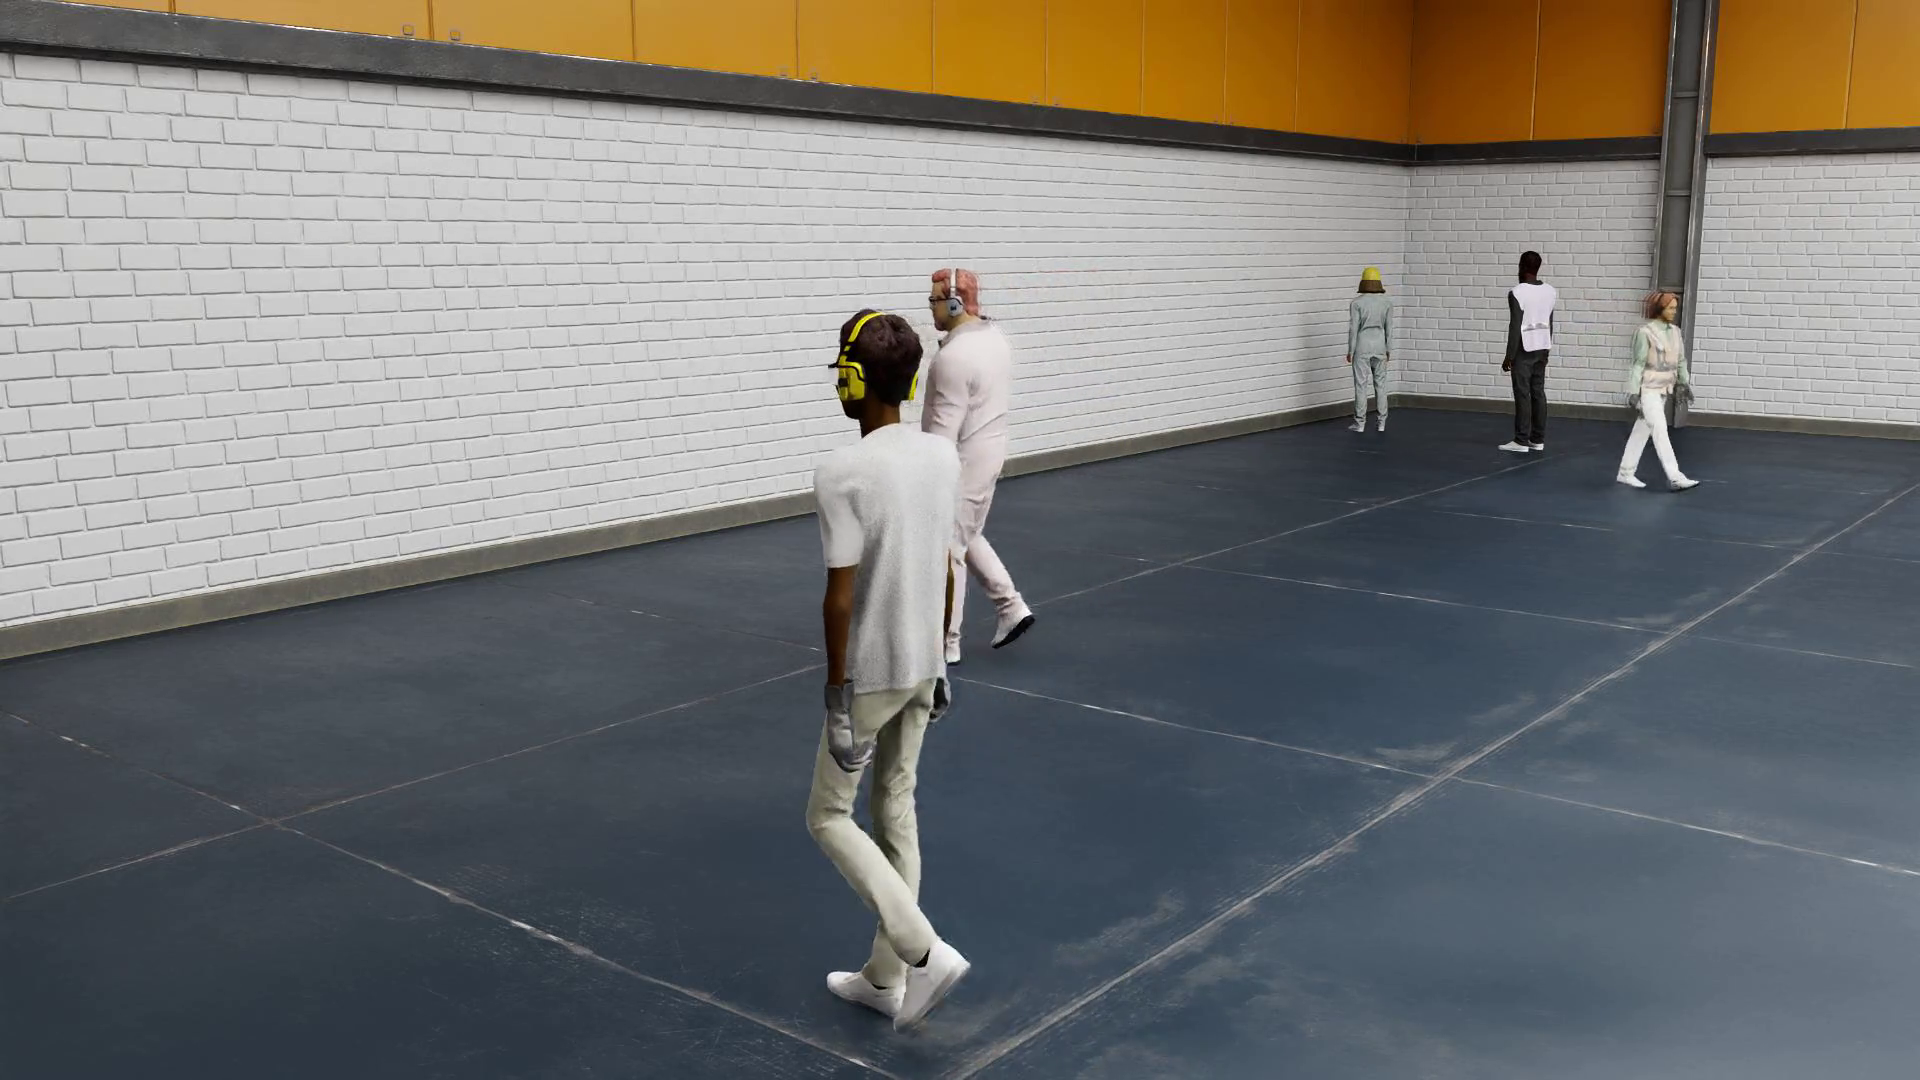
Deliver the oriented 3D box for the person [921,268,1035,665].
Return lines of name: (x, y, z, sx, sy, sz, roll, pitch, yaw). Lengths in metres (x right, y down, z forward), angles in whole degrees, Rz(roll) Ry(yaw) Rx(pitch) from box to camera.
person: (0.013, -0.334, 7.880, 0.548, 1.894, 0.703, 4, 11, 21)

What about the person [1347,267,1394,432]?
person: (4.337, -2.019, 17.647, 0.492, 1.740, 0.325, -2, 10, -9)

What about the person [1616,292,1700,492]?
person: (5.679, -1.183, 13.391, 0.532, 1.595, 0.840, -7, 13, -35)

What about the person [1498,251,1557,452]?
person: (5.459, -1.803, 15.959, 0.590, 1.918, 0.389, -6, 12, -31)

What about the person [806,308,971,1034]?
person: (-0.154, 0.351, 4.201, 0.498, 1.856, 0.518, 10, 14, 44)
